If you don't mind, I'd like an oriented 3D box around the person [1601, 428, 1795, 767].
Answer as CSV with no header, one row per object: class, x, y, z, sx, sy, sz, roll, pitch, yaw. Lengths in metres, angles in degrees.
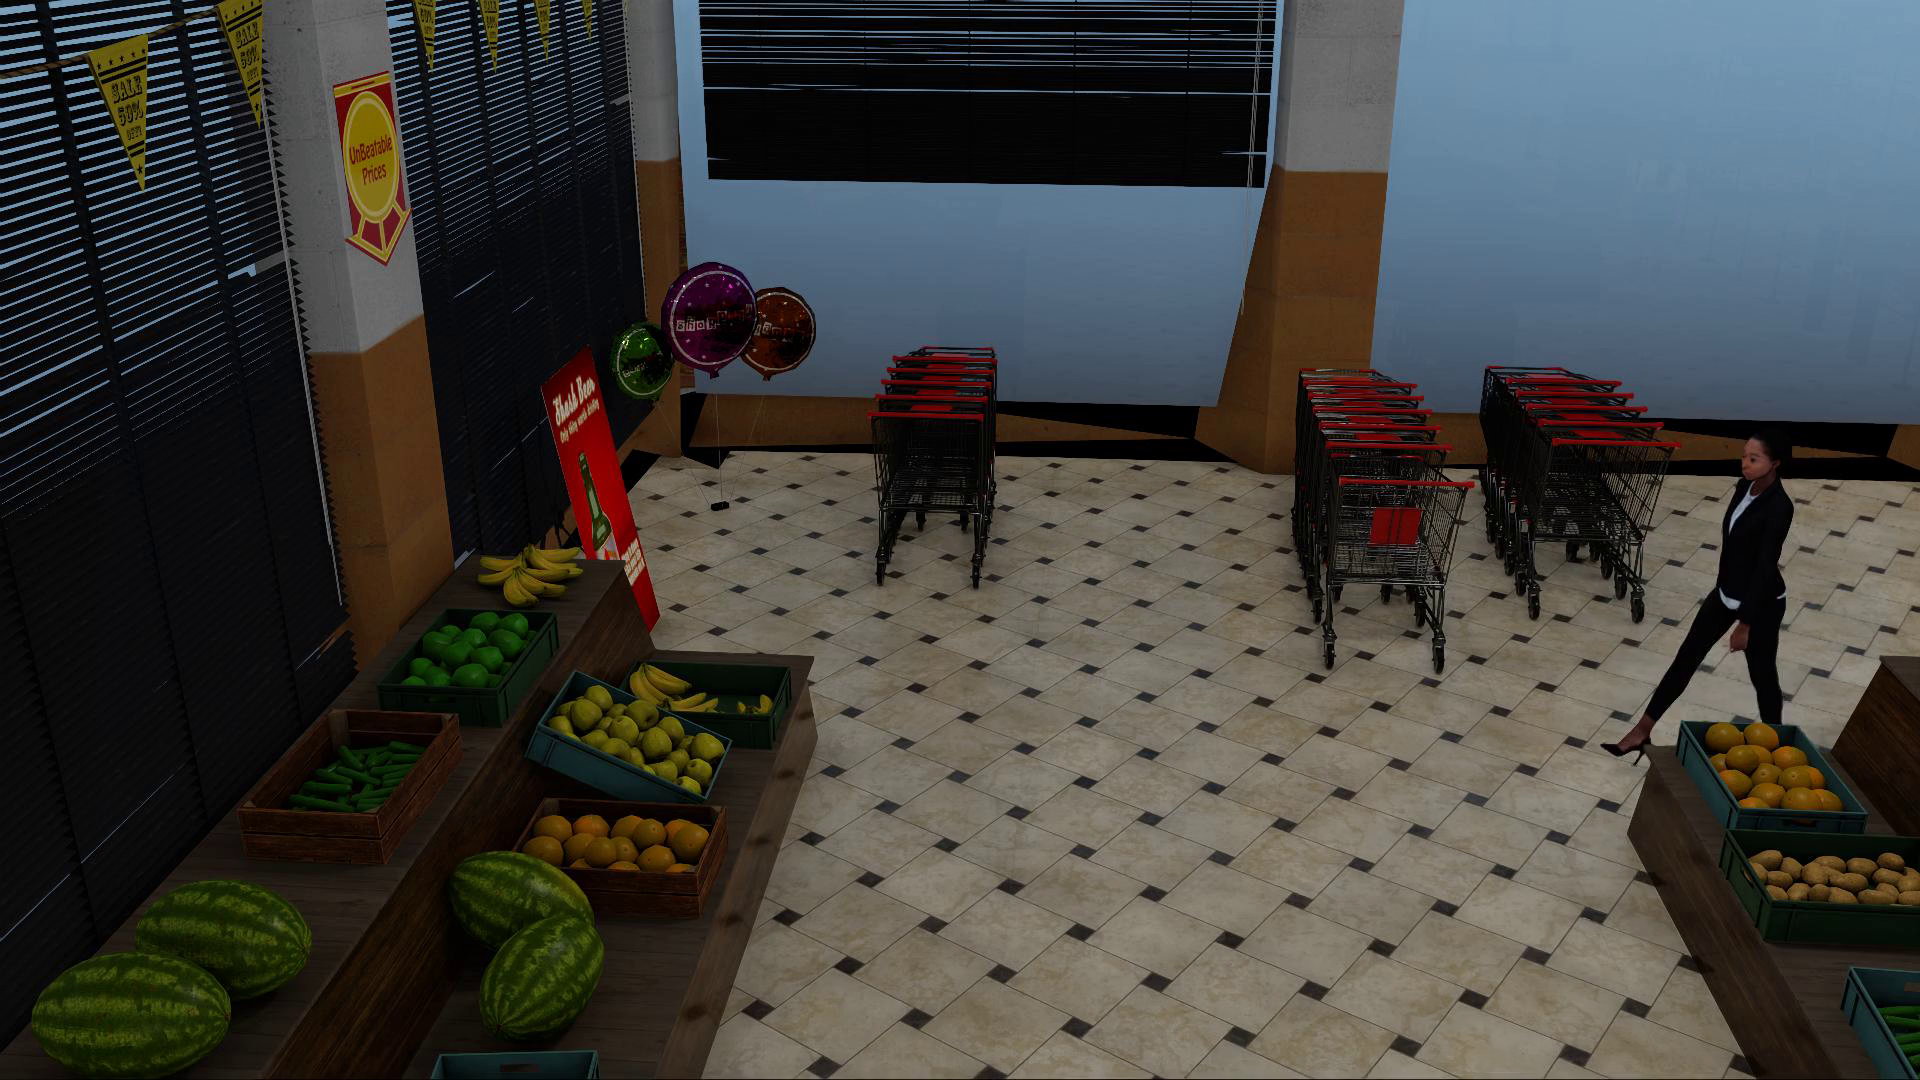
person,3.788,0.356,7.828,0.820,1.797,1.078,-1,22,-3
